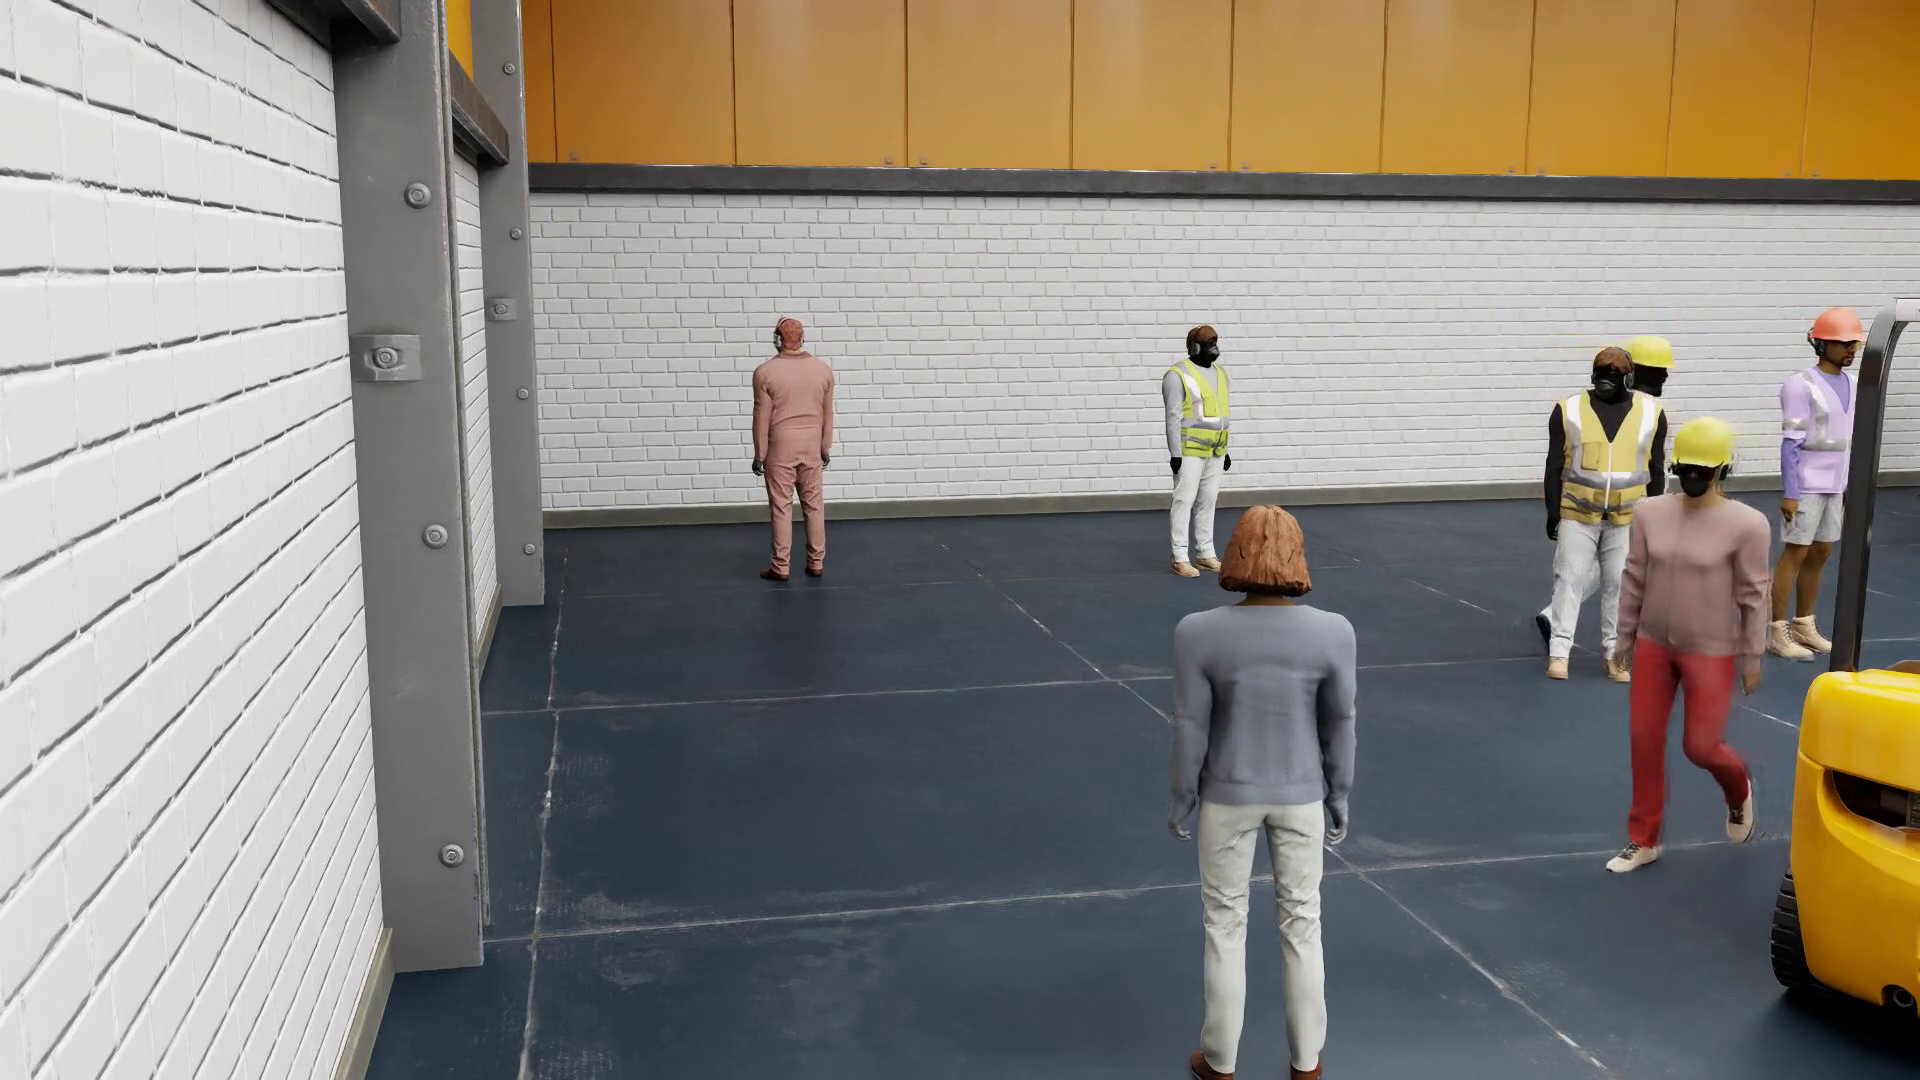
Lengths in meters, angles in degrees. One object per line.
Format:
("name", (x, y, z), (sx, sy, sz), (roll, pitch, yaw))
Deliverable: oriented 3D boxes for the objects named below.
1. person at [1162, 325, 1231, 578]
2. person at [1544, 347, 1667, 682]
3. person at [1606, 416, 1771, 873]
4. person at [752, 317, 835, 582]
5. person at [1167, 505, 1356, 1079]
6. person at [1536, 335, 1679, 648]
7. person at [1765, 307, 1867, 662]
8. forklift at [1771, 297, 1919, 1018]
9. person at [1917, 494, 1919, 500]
("person", (1.776, -0.656, 12.274), (0.626, 1.847, 0.429), (-8, 12, -39))
("person", (3.527, -0.136, 9.127), (0.624, 1.841, 0.430), (2, 10, 14))
("person", (2.755, 0.391, 6.223), (0.566, 1.743, 0.538), (-7, 12, -38))
("person", (-1.226, -0.655, 12.067), (0.643, 1.912, 0.410), (-6, 11, -32))
("person", (0.818, 0.717, 4.542), (0.507, 1.632, 0.267), (0, 9, 0))
("person", (3.827, -0.236, 9.586), (0.915, 1.885, 0.591), (-2, 10, -13))
("person", (4.982, -0.318, 9.604), (0.611, 2.042, 0.394), (-5, 11, -29))
("forklift", (3.542, 0.334, 5.177), (2.313, 2.155, 1.214), (-9, 13, -43))
("person", (9.572, -1.282, 16.121), (0.603, 1.830, 0.404), (-8, 12, -41))
